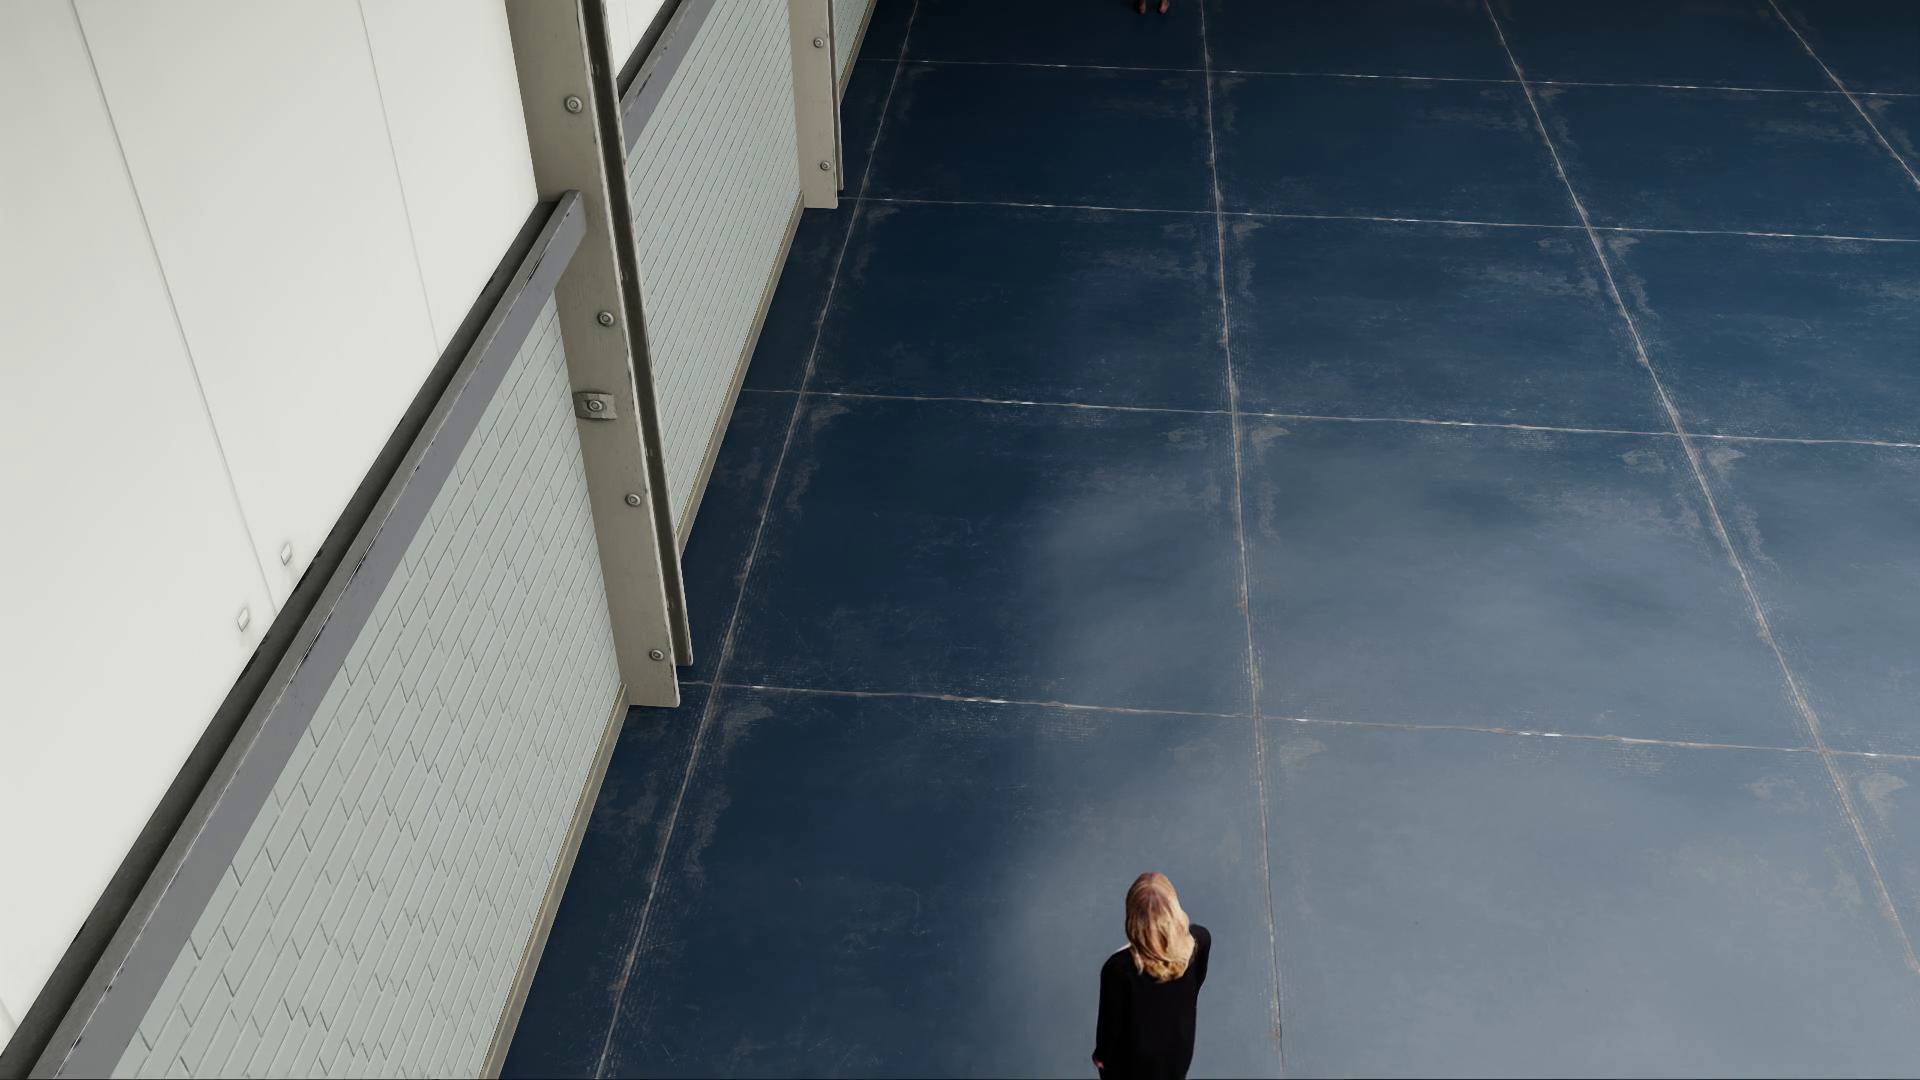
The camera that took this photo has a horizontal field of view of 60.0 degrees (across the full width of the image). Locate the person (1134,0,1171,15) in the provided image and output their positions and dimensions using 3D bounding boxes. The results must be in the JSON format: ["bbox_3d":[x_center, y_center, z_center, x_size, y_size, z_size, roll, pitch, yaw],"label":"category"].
[{"bbox_3d":[1.987,-6.287,16.861,0.709,1.835,0.566,1,38,1],"label":"person"}]

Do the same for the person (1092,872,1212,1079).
[{"bbox_3d":[0.724,1.927,6.390,0.677,1.801,0.682,-16,41,-20],"label":"person"}]
